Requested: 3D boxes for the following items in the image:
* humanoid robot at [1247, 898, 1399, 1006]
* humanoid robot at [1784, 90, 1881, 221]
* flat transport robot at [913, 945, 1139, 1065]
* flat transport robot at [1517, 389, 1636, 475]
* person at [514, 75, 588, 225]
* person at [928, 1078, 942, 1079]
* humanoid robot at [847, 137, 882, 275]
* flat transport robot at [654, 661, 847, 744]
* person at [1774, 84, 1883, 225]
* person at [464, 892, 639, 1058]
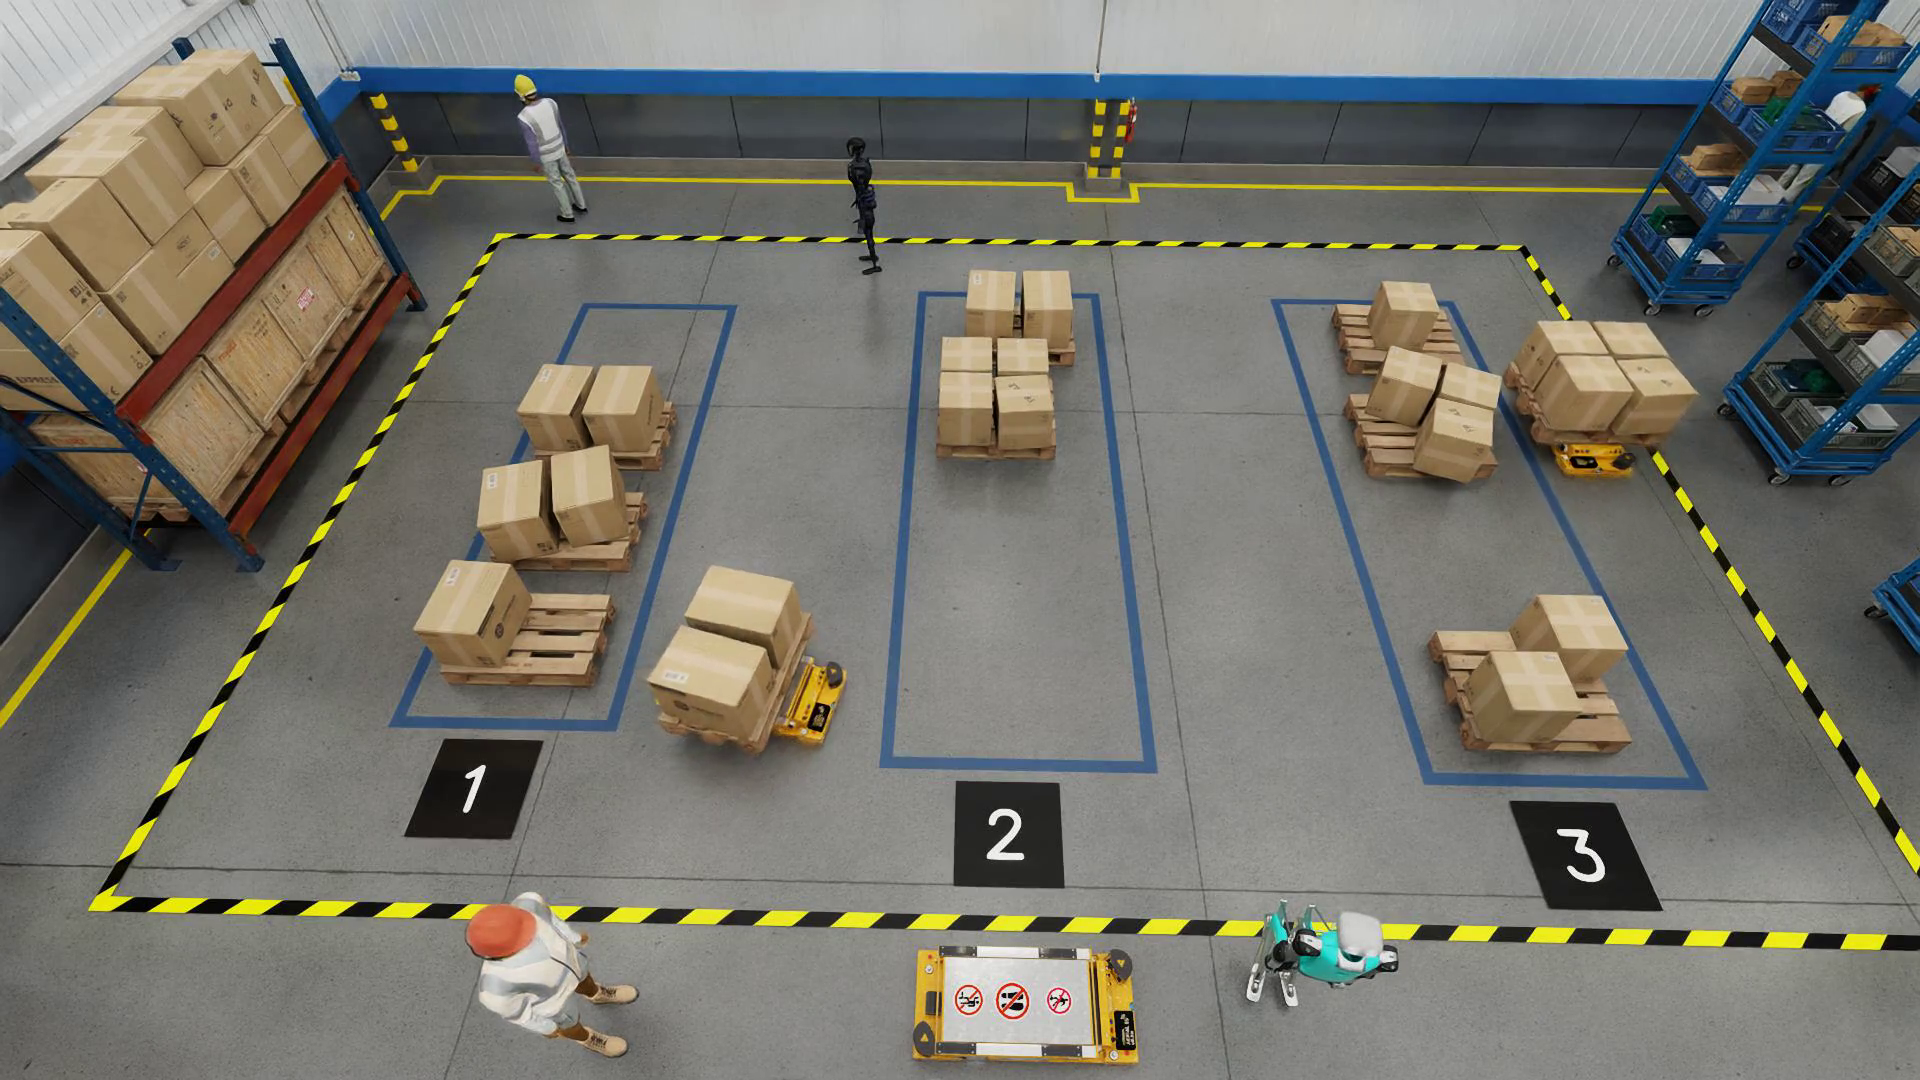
[{"bbox_3d":[2.111,2.378,5.511,0.533,1.680,0.735,9,51,7],"label":"humanoid robot"},{"bbox_3d":[10.861,-4.836,11.521,0.351,1.660,0.612,-30,57,-22],"label":"humanoid robot"},{"bbox_3d":[0.422,3.041,6.007,1.431,0.231,0.659,1,51,1],"label":"flat transport robot"},{"bbox_3d":[6.345,-1.258,9.493,0.652,0.197,1.431,1,51,1],"label":"flat transport robot"},{"bbox_3d":[-5.124,-4.842,11.423,0.404,1.832,0.591,22,54,17],"label":"person"},{"bbox_3d":[-0.054,3.260,4.820,0.429,1.837,0.623,-2,51,-2],"label":"person"},{"bbox_3d":[-1.135,-3.918,10.761,0.315,1.657,0.599,-6,51,-5],"label":"humanoid robot"},{"bbox_3d":[-1.712,1.190,7.498,1.431,0.197,0.652,11,52,9],"label":"flat transport robot"},{"bbox_3d":[10.739,-4.888,11.454,0.389,1.843,0.564,6,51,5],"label":"person"},{"bbox_3d":[-2.323,2.522,5.284,0.365,2.048,0.606,0,51,0],"label":"person"}]
